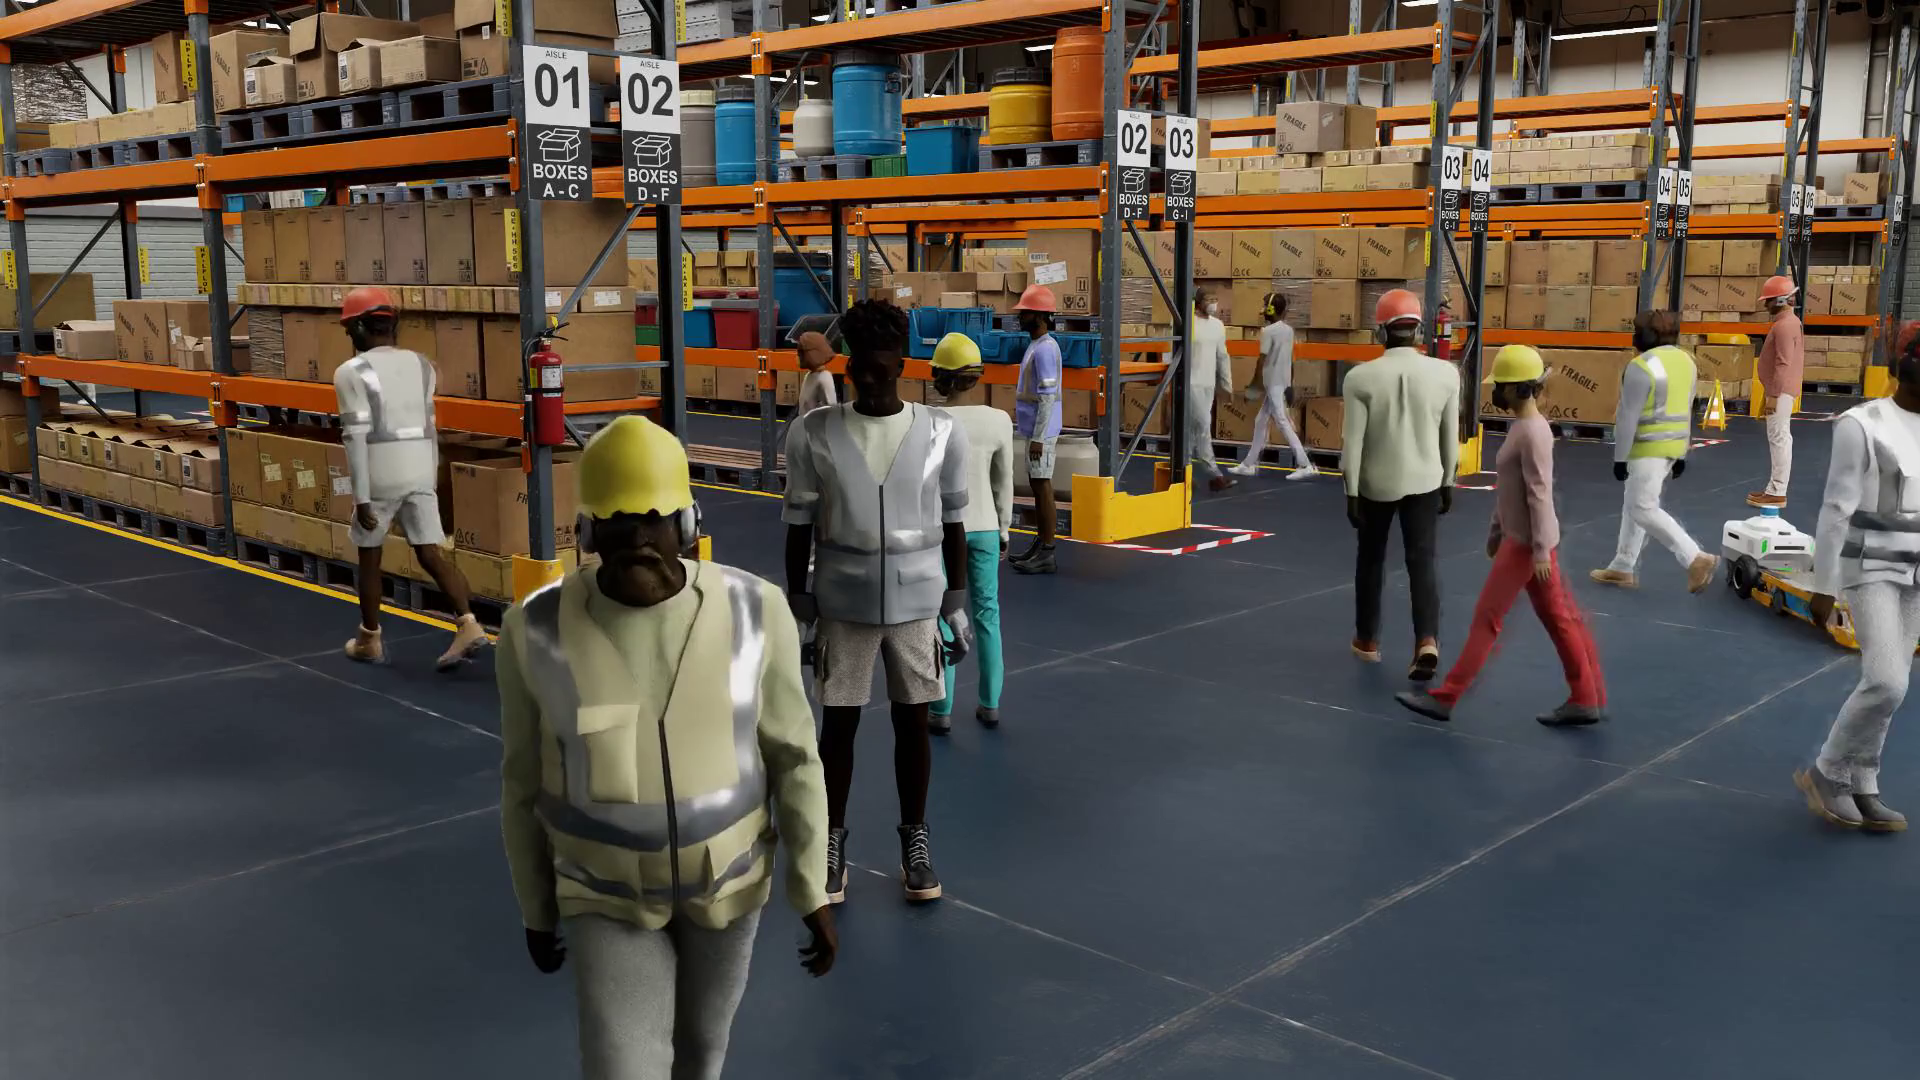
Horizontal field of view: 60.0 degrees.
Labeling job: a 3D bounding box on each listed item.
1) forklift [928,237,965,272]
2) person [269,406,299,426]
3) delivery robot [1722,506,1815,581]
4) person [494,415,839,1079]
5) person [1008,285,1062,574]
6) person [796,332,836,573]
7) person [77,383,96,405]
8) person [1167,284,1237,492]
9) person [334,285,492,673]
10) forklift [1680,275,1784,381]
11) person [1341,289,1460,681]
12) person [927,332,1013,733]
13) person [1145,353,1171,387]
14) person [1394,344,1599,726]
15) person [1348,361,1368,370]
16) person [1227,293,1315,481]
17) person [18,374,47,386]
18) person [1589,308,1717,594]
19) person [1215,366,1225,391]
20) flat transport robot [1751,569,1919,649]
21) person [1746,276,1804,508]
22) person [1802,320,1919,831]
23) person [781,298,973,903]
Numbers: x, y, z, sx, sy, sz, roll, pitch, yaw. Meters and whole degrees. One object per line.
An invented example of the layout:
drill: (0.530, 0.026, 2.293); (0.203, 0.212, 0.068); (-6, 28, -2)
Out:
forklift: (-0.326, -5.817, 39.609); (1.129, 2.768, 1.873); (9, 13, 43)
person: (-7.394, -1.761, 18.228); (0.319, 1.695, 0.539); (6, 11, 31)
delivery robot: (5.160, 0.023, 10.630); (0.477, 0.478, 0.707); (1, 9, 5)
person: (-0.563, 0.650, 3.198); (0.599, 1.789, 0.923); (-3, 10, -17)
person: (0.516, -0.756, 11.321); (0.351, 1.942, 0.545); (0, 9, -3)
person: (-0.961, -0.602, 11.377); (0.375, 1.626, 0.525); (-4, 10, -21)
person: (-13.331, -2.875, 25.253); (0.274, 1.632, 0.503); (-4, 10, -25)
person: (2.307, -1.388, 15.302); (0.661, 1.901, 0.929); (-8, 13, -42)
person: (-2.823, -0.305, 8.480); (1.016, 1.989, 0.613); (6, 11, 35)
forklift: (12.480, -3.427, 27.053); (1.214, 2.155, 2.313); (9, 13, 43)
person: (2.239, -0.290, 8.432); (0.613, 1.959, 0.960); (1, 9, 5)
person: (-0.010, -0.031, 7.399); (0.533, 1.772, 0.296); (-4, 10, -25)
person: (2.650, -2.250, 21.404); (0.576, 1.641, 0.851); (-7, 11, -35)
person: (2.460, -0.008, 7.422); (0.920, 1.713, 0.556); (3, 10, 15)
person: (4.968, -2.240, 20.514); (0.659, 1.914, 0.672); (-5, 11, -29)
person: (3.086, -1.504, 16.300); (0.971, 1.826, 0.538); (7, 11, 35)
person: (-13.832, -2.888, 24.693); (0.569, 1.846, 0.397); (-8, 12, -39)
person: (4.429, -0.557, 10.529); (0.624, 1.814, 0.840); (-7, 12, -36)
person: (3.202, -2.356, 21.273); (0.588, 1.896, 0.712); (-8, 12, -39)
flat transport robot: (5.172, 0.381, 9.586); (0.652, 0.197, 1.431); (1, 9, 5)
person: (7.073, -1.283, 14.413); (0.394, 1.987, 0.608); (6, 11, 31)
person: (3.363, 0.146, 5.994); (0.602, 1.868, 0.429); (-4, 10, -22)
person: (-0.262, 0.207, 5.358); (0.614, 1.956, 0.385); (-1, 9, -7)
